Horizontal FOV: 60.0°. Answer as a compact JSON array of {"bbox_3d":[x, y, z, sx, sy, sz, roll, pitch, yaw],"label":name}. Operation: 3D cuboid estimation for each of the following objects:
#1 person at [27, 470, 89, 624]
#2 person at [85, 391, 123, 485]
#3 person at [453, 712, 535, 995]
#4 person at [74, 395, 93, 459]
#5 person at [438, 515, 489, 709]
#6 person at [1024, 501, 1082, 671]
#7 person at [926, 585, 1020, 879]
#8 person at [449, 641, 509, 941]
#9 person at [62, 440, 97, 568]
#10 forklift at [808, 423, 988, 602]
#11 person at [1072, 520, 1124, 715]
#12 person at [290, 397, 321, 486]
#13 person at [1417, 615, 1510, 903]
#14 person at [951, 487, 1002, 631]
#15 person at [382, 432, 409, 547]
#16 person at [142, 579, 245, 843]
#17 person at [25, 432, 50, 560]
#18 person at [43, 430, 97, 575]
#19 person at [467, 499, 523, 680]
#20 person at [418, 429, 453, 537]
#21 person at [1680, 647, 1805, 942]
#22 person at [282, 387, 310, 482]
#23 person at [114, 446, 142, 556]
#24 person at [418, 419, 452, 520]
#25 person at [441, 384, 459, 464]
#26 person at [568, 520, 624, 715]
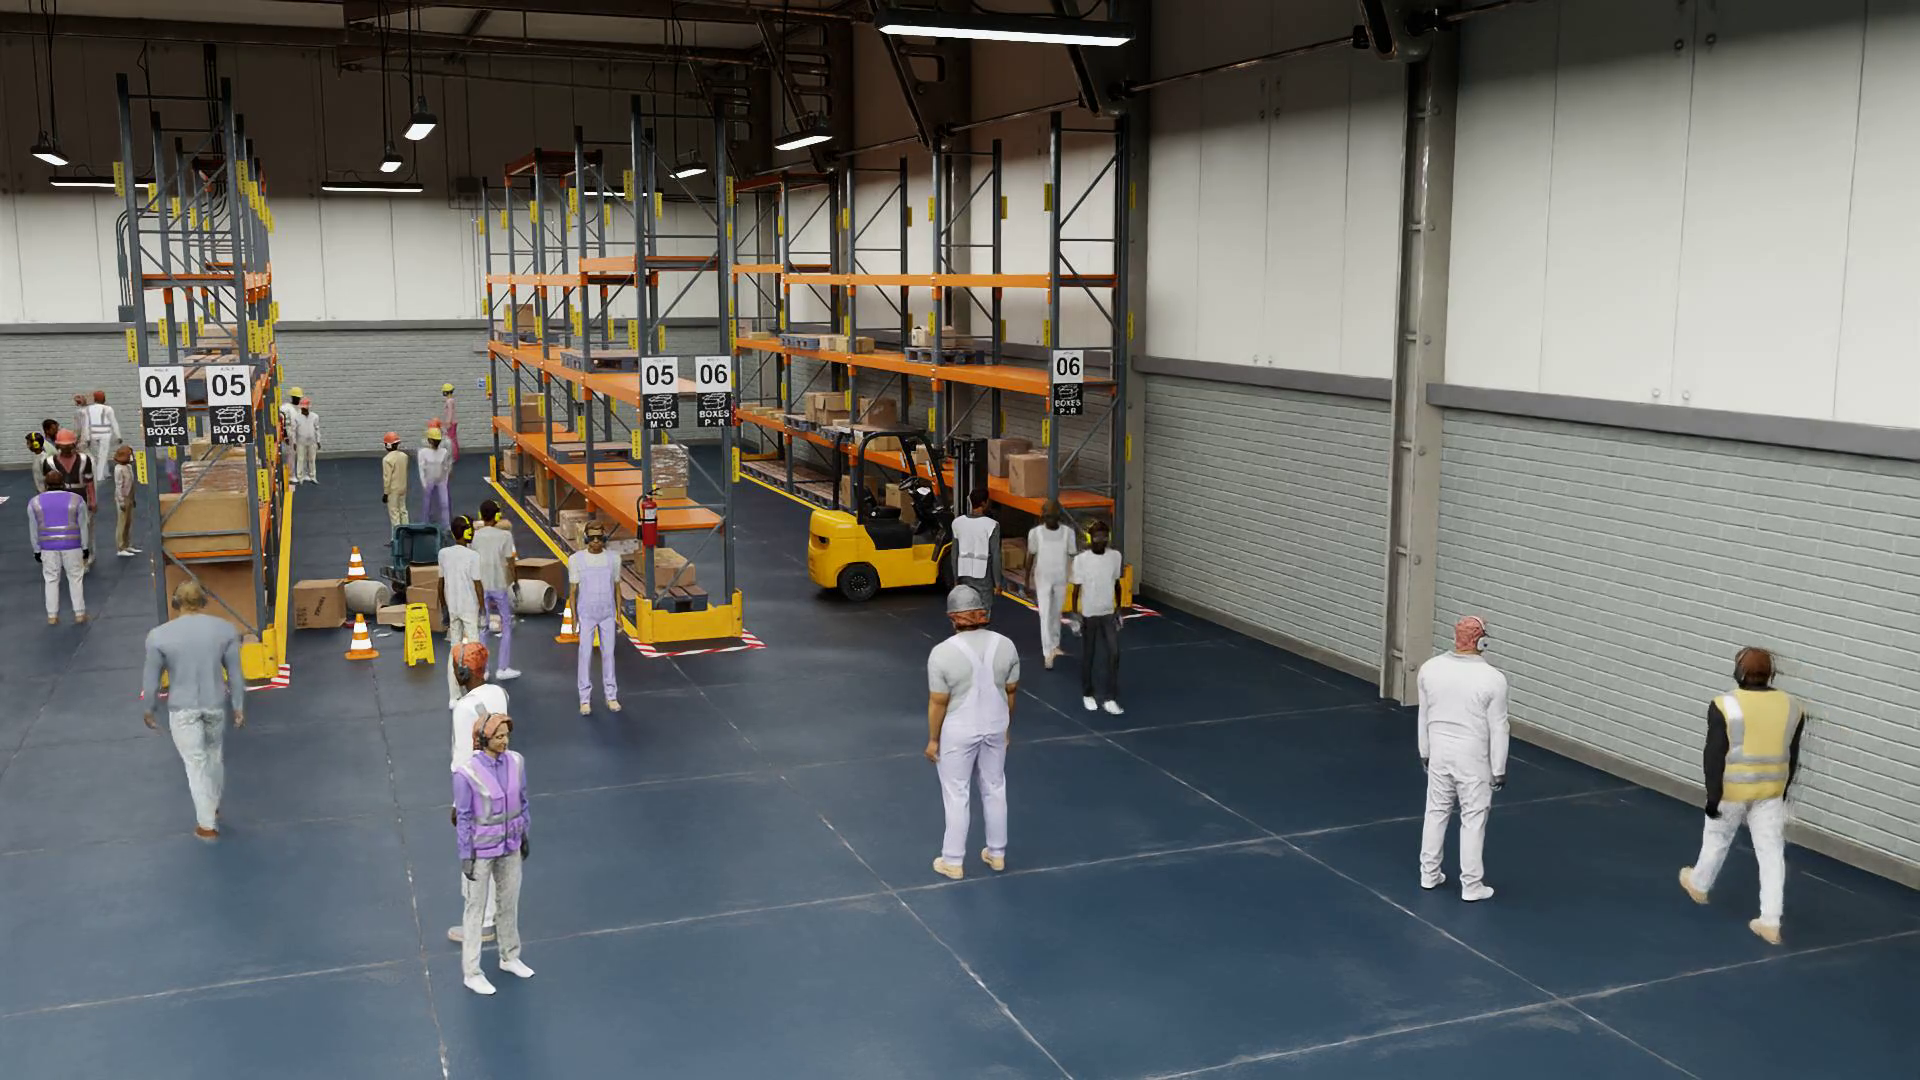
[{"bbox_3d":[-10.692,0.086,19.774,0.619,1.835,0.430,-3,10,-20],"label":"person"},{"bbox_3d":[-17.000,-2.042,33.110,0.599,1.850,0.881,2,9,11],"label":"person"},{"bbox_3d":[-2.705,1.794,9.652,0.312,1.632,0.521,6,11,34],"label":"person"},{"bbox_3d":[-18.364,-2.212,34.829,0.307,1.641,0.514,-2,9,-11],"label":"person"},{"bbox_3d":[-4.723,0.692,15.843,0.533,1.864,0.311,4,10,22],"label":"person"},{"bbox_3d":[0.996,0.442,17.718,0.577,1.789,1.005,-1,9,-3],"label":"person"},{"bbox_3d":[0.044,1.298,11.480,0.672,2.000,0.536,-5,10,-26],"label":"person"},{"bbox_3d":[-2.994,1.554,10.383,0.361,1.878,0.588,1,9,9],"label":"person"},{"bbox_3d":[-12.573,-0.530,23.536,0.647,1.855,0.995,-1,9,-8],"label":"person"},{"bbox_3d":[-0.830,-0.399,21.676,2.313,2.155,1.214,-4,10,-21],"label":"forklift"},{"bbox_3d":[1.332,0.736,15.629,0.574,1.840,0.759,-3,9,-16],"label":"person"},{"bbox_3d":[-12.876,-1.941,32.782,0.565,1.745,0.342,-8,12,-40],"label":"person"},{"bbox_3d":[3.346,1.439,11.038,0.397,1.900,0.649,-8,12,-43],"label":"person"},{"bbox_3d":[0.176,0.395,17.548,0.597,1.915,0.371,6,11,33],"label":"person"},{"bbox_3d":[-8.643,-0.772,25.404,0.326,1.752,0.563,2,9,13],"label":"person"},{"bbox_3d":[-5.694,1.234,12.322,0.643,1.897,0.918,-8,12,-42],"label":"person"},{"bbox_3d":[-13.375,-0.642,24.248,0.333,1.865,0.520,-6,11,-35],"label":"person"},{"bbox_3d":[-12.196,-0.494,22.816,0.637,2.018,0.824,-5,10,-29],"label":"person"},{"bbox_3d":[-4.764,0.518,16.984,0.620,1.856,0.381,1,9,6],"label":"person"},{"bbox_3d":[-8.249,-0.880,26.165,0.522,1.731,0.893,-7,11,-36],"label":"person"},{"bbox_3d":[4.999,1.566,10.589,0.650,1.785,0.977,0,9,-1],"label":"person"},{"bbox_3d":[-13.266,-2.115,33.356,0.408,1.918,0.602,7,12,39],"label":"person"},{"bbox_3d":[-12.335,-0.579,24.604,0.282,1.625,0.496,-1,9,-7],"label":"person"},{"bbox_3d":[-8.859,-1.171,28.012,0.597,1.718,0.808,1,9,7],"label":"person"},{"bbox_3d":[-11.239,-2.561,36.626,0.323,1.767,0.533,-2,9,-9],"label":"person"},{"bbox_3d":[-3.427,0.725,15.701,0.506,1.846,0.345,-4,10,-25],"label":"person"}]
